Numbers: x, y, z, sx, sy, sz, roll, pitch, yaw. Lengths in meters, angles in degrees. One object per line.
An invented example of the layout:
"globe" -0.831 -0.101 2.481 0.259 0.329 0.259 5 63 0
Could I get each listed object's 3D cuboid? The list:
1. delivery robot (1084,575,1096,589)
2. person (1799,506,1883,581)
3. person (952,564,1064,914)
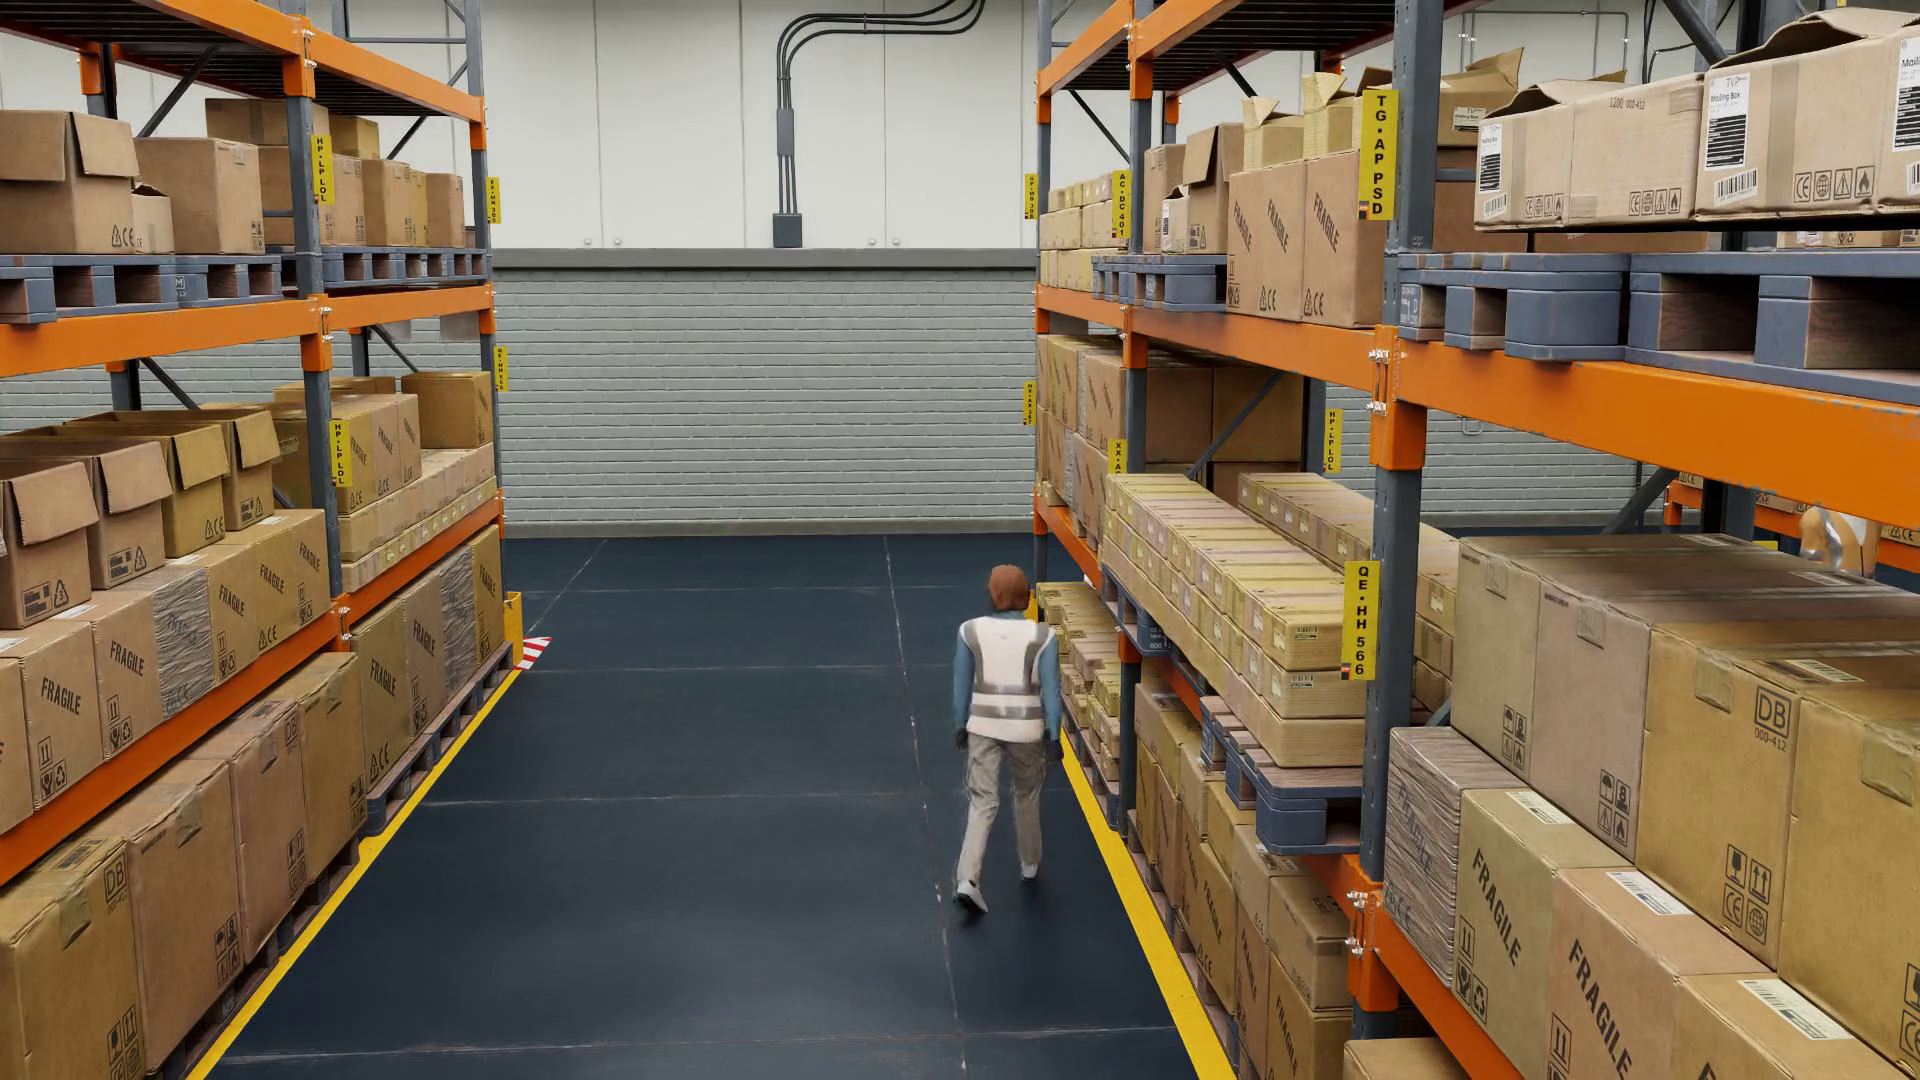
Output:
"delivery robot" 1.355 0.409 13.631 0.477 0.478 0.707 -9 13 -43
"person" 5.204 0.414 9.814 0.553 1.934 0.366 -3 10 -17
"person" 0.209 0.923 7.823 0.559 1.594 0.837 2 10 13
